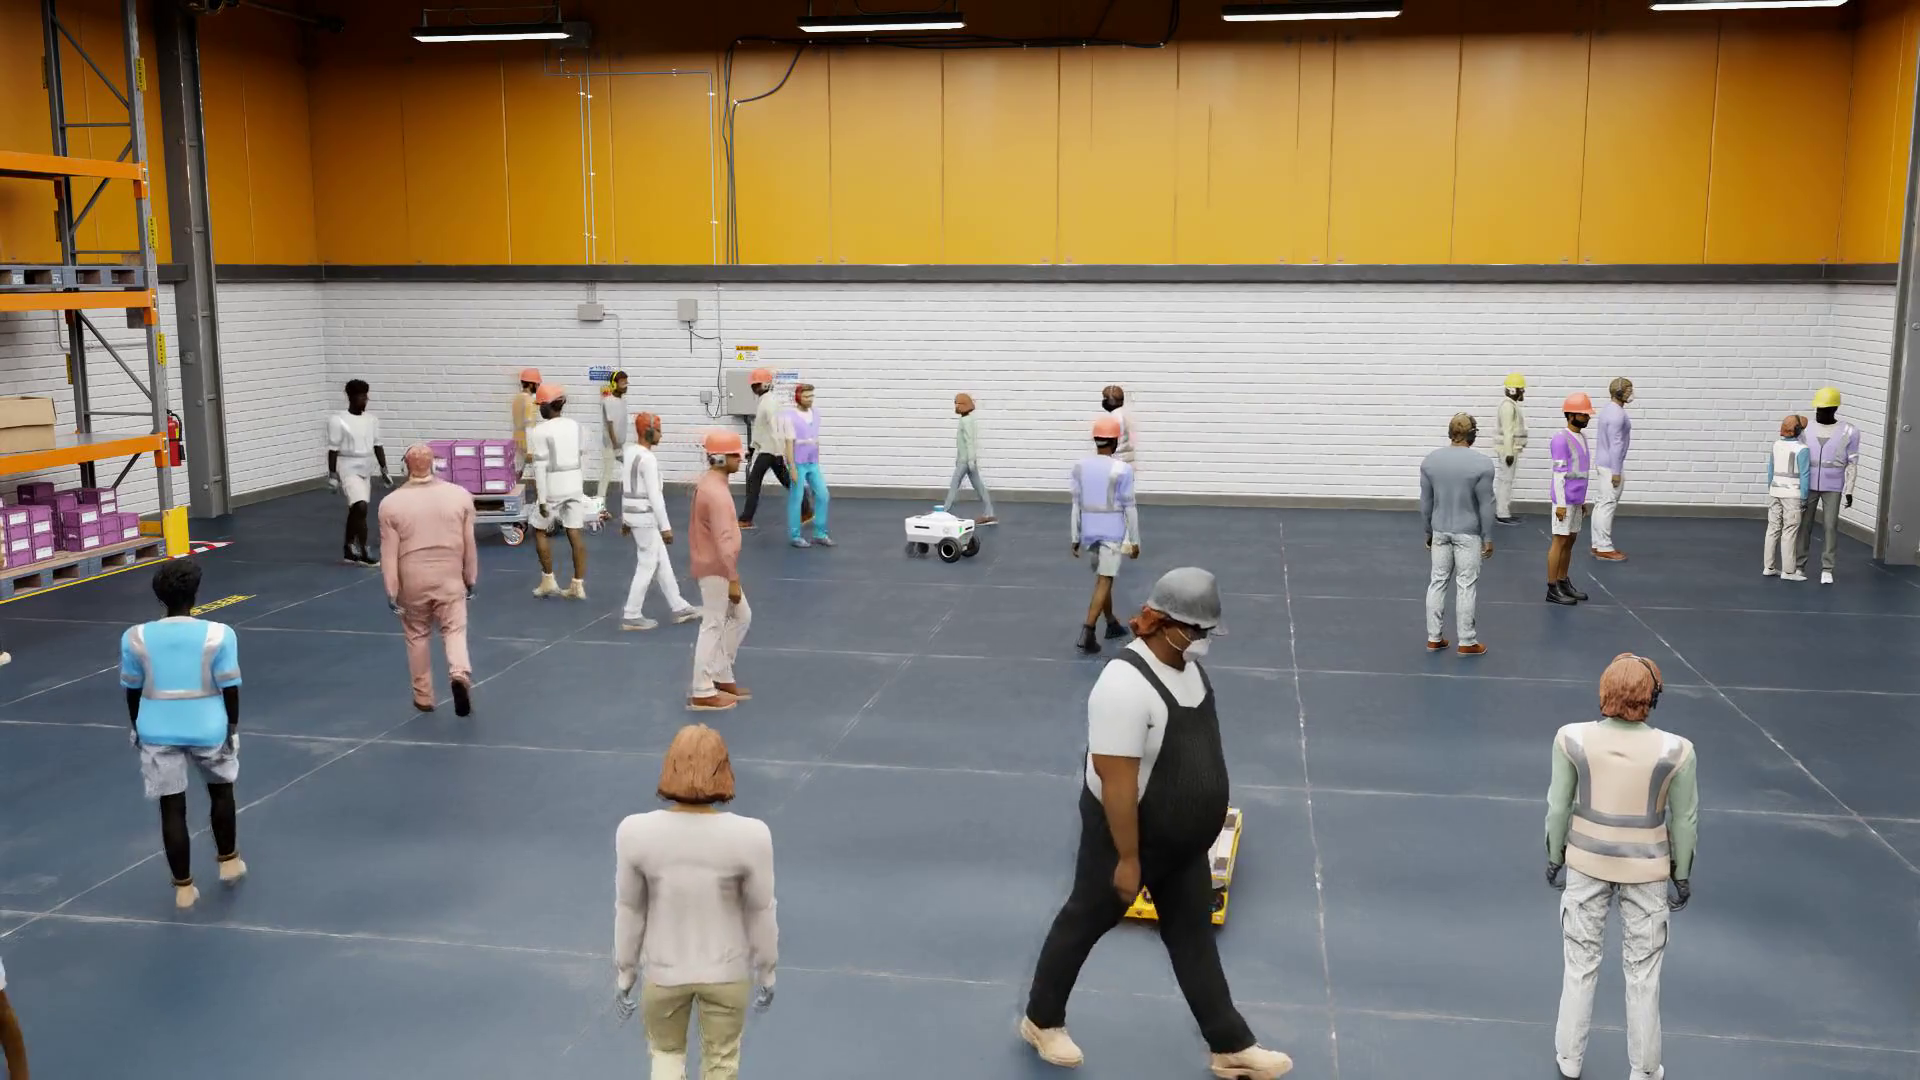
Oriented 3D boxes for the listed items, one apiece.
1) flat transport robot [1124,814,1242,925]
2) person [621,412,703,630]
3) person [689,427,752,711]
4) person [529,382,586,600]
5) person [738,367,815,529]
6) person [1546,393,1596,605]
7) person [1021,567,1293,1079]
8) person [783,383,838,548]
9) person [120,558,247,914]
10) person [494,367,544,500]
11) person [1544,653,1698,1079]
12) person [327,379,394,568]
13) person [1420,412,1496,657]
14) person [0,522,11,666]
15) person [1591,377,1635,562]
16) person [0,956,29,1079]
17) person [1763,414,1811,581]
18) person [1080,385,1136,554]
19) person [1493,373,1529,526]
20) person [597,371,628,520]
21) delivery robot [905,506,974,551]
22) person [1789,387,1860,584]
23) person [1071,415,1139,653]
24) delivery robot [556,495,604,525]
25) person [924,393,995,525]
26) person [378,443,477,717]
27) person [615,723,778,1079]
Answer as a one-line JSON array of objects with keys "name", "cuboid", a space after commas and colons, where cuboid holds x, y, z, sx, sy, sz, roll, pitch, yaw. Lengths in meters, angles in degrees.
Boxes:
[{"name": "flat transport robot", "cuboid": [1.048, 1.561, 8.361, 0.652, 0.197, 1.431, 2, 9, 13]}, {"name": "person", "cuboid": [-2.545, -0.162, 14.157, 0.787, 1.850, 0.623, -4, 10, -23]}, {"name": "person", "cuboid": [-1.627, 0.206, 11.489, 0.587, 1.971, 0.648, -2, 9, -12]}, {"name": "person", "cuboid": [-3.740, -0.444, 15.407, 0.659, 2.020, 0.635, 8, 12, 40]}, {"name": "person", "cuboid": [-2.200, -1.076, 19.688, 1.088, 1.943, 0.631, -1, 9, -6]}, {"name": "person", "cuboid": [5.608, -0.381, 15.252, 0.354, 1.939, 0.544, 8, 12, 40]}, {"name": "person", "cuboid": [0.700, 1.021, 6.231, 1.060, 2.000, 0.735, 6, 11, 34]}, {"name": "person", "cuboid": [-1.632, -0.796, 18.165, 0.681, 1.821, 0.611, 7, 11, 36]}, {"name": "person", "cuboid": [-3.726, 0.911, 8.029, 0.546, 1.672, 0.663, -3, 10, -17]}, {"name": "person", "cuboid": [-5.338, -1.170, 20.344, 0.996, 1.889, 0.545, -7, 12, -37]}, {"name": "person", "cuboid": [2.438, 1.232, 6.169, 0.524, 1.639, 0.306, 4, 10, 25]}, {"name": "person", "cuboid": [-6.140, -0.690, 17.151, 0.796, 1.931, 0.615, 4, 10, 23]}, {"name": "person", "cuboid": [3.934, -0.044, 13.157, 0.630, 1.940, 0.372, 9, 13, 43]}, {"name": "person", "cuboid": [-7.594, 0.077, 12.697, 0.517, 1.843, 0.325, -3, 10, -18]}, {"name": "person", "cuboid": [6.886, -0.753, 17.560, 0.375, 1.939, 0.628, 2, 9, 13]}, {"name": "person", "cuboid": [-2.642, 1.455, 4.204, 0.581, 1.835, 0.666, -4, 10, -26]}, {"name": "person", "cuboid": [8.168, -0.419, 16.407, 0.307, 1.640, 0.521, -2, 9, -14]}, {"name": "person", "cuboid": [1.552, -0.758, 17.972, 0.868, 1.805, 0.644, 3, 10, 18]}, {"name": "person", "cuboid": [6.625, -1.096, 20.023, 0.404, 1.828, 0.598, 2, 9, 15]}, {"name": "person", "cuboid": [-4.096, -1.125, 20.205, 0.918, 1.826, 0.521, 4, 10, 23]}, {"name": "delivery robot", "cuboid": [-0.219, -0.119, 17.614, 0.707, 0.478, 0.477, 5, 10, 27]}, {"name": "person", "cuboid": [8.410, -0.530, 16.223, 0.589, 1.923, 0.383, 8, 12, 39]}, {"name": "person", "cuboid": [1.156, -0.064, 13.429, 0.558, 1.897, 0.958, 7, 11, 37]}, {"name": "delivery robot", "cuboid": [-4.485, -0.377, 19.212, 0.707, 0.478, 0.477, -1, 9, -4]}, {"name": "person", "cuboid": [0.014, -0.960, 19.903, 0.859, 1.581, 0.519, 0, 9, 2]}, {"name": "person", "cuboid": [-3.592, 0.283, 11.292, 0.649, 1.885, 0.751, -4, 10, -24]}, {"name": "person", "cuboid": [-0.834, 1.383, 5.290, 0.517, 1.618, 0.393, 0, 9, -1]}]
